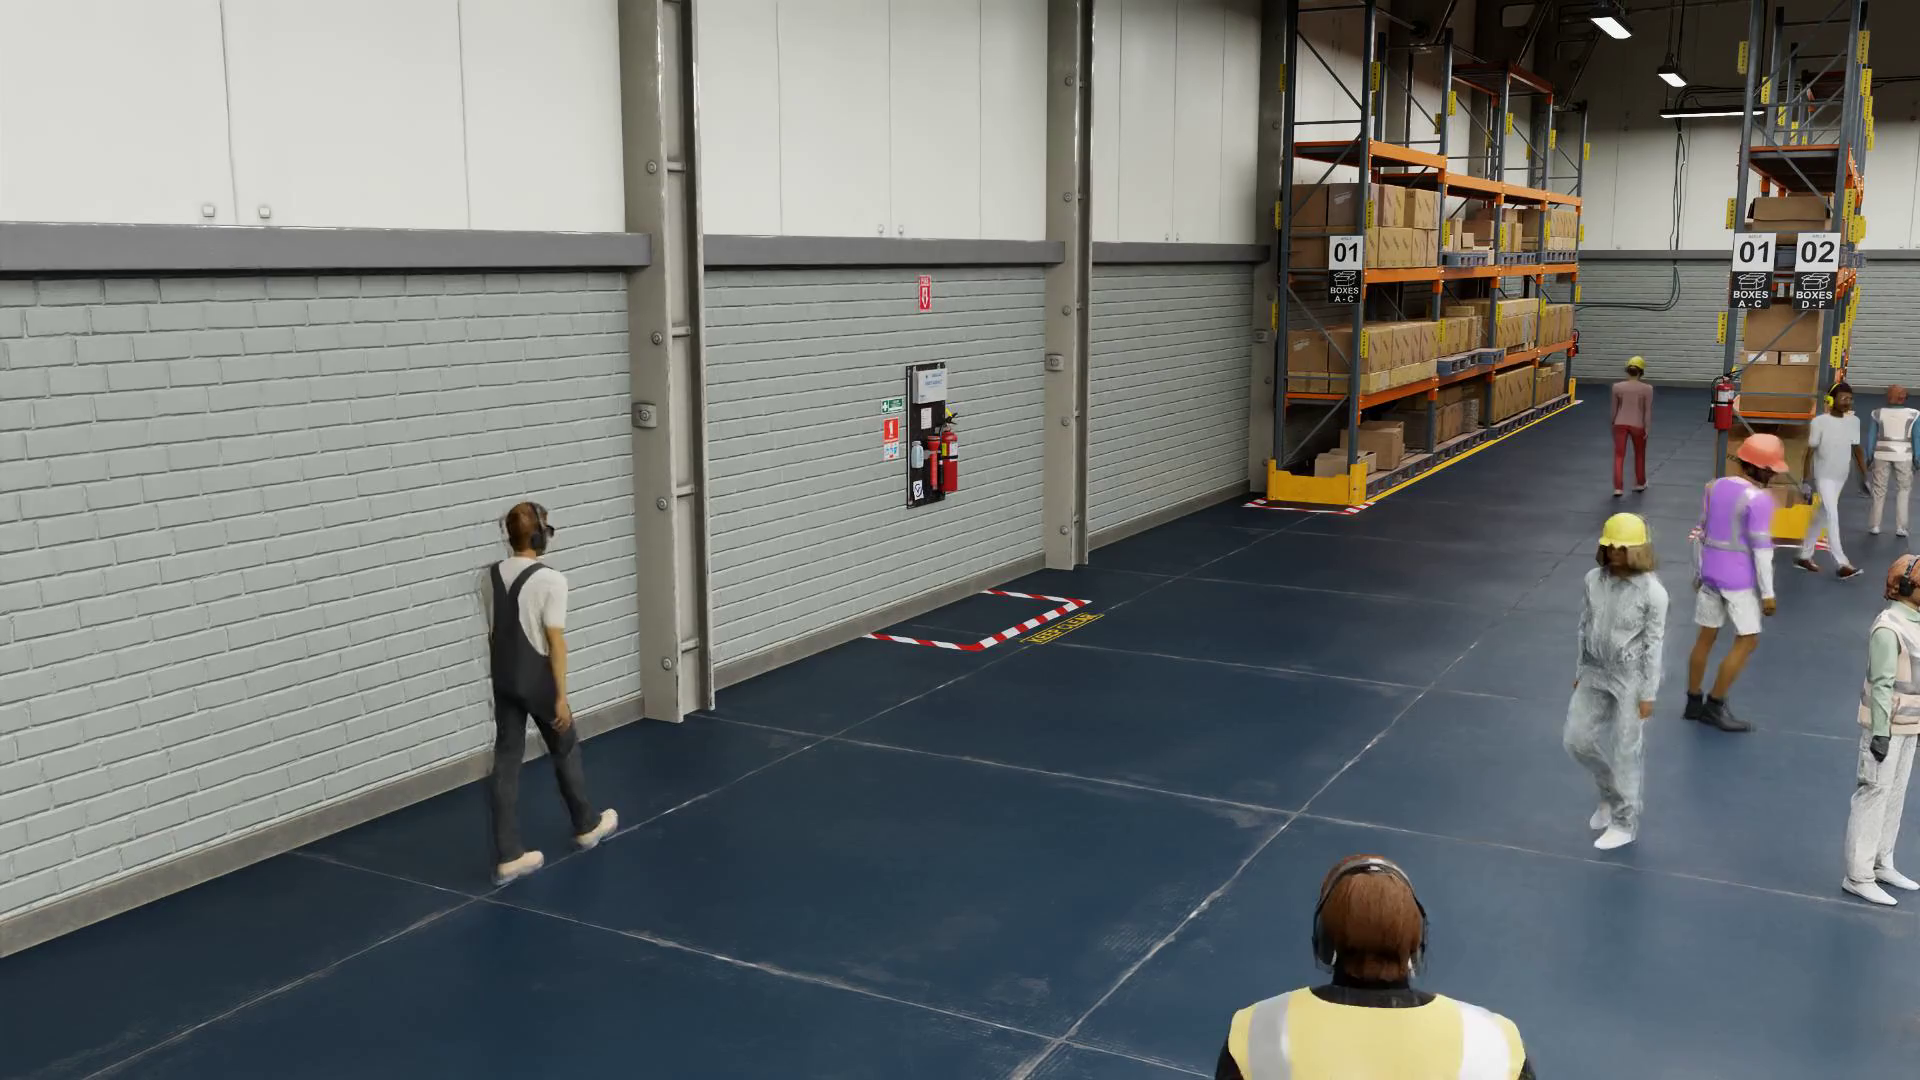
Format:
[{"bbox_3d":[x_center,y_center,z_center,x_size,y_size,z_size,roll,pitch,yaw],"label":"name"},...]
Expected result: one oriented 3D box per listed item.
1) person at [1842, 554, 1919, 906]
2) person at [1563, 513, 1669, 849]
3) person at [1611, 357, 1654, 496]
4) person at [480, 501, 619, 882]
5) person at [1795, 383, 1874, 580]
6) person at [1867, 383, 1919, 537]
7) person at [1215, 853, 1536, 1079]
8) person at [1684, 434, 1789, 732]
[{"bbox_3d":[4.345,0.872,7.735,0.517,1.635,0.312,-9,13,-43],"label":"person"},{"bbox_3d":[3.301,0.711,8.384,0.366,1.725,0.503,-6,11,-30],"label":"person"},{"bbox_3d":[8.462,-1.432,20.940,0.528,1.733,0.845,6,12,33],"label":"person"},{"bbox_3d":[-2.032,0.703,8.183,0.545,1.810,0.876,4,11,24],"label":"person"},{"bbox_3d":[8.195,-0.550,15.494,0.542,1.819,0.956,-2,10,-14],"label":"person"},{"bbox_3d":[9.984,-0.850,17.797,0.519,1.637,0.309,6,11,32],"label":"person"},{"bbox_3d":[0.859,1.515,3.490,0.629,1.790,0.964,3,10,15],"label":"person"},{"bbox_3d":[4.903,0.262,10.564,0.410,1.899,0.608,-2,10,-11],"label":"person"}]
